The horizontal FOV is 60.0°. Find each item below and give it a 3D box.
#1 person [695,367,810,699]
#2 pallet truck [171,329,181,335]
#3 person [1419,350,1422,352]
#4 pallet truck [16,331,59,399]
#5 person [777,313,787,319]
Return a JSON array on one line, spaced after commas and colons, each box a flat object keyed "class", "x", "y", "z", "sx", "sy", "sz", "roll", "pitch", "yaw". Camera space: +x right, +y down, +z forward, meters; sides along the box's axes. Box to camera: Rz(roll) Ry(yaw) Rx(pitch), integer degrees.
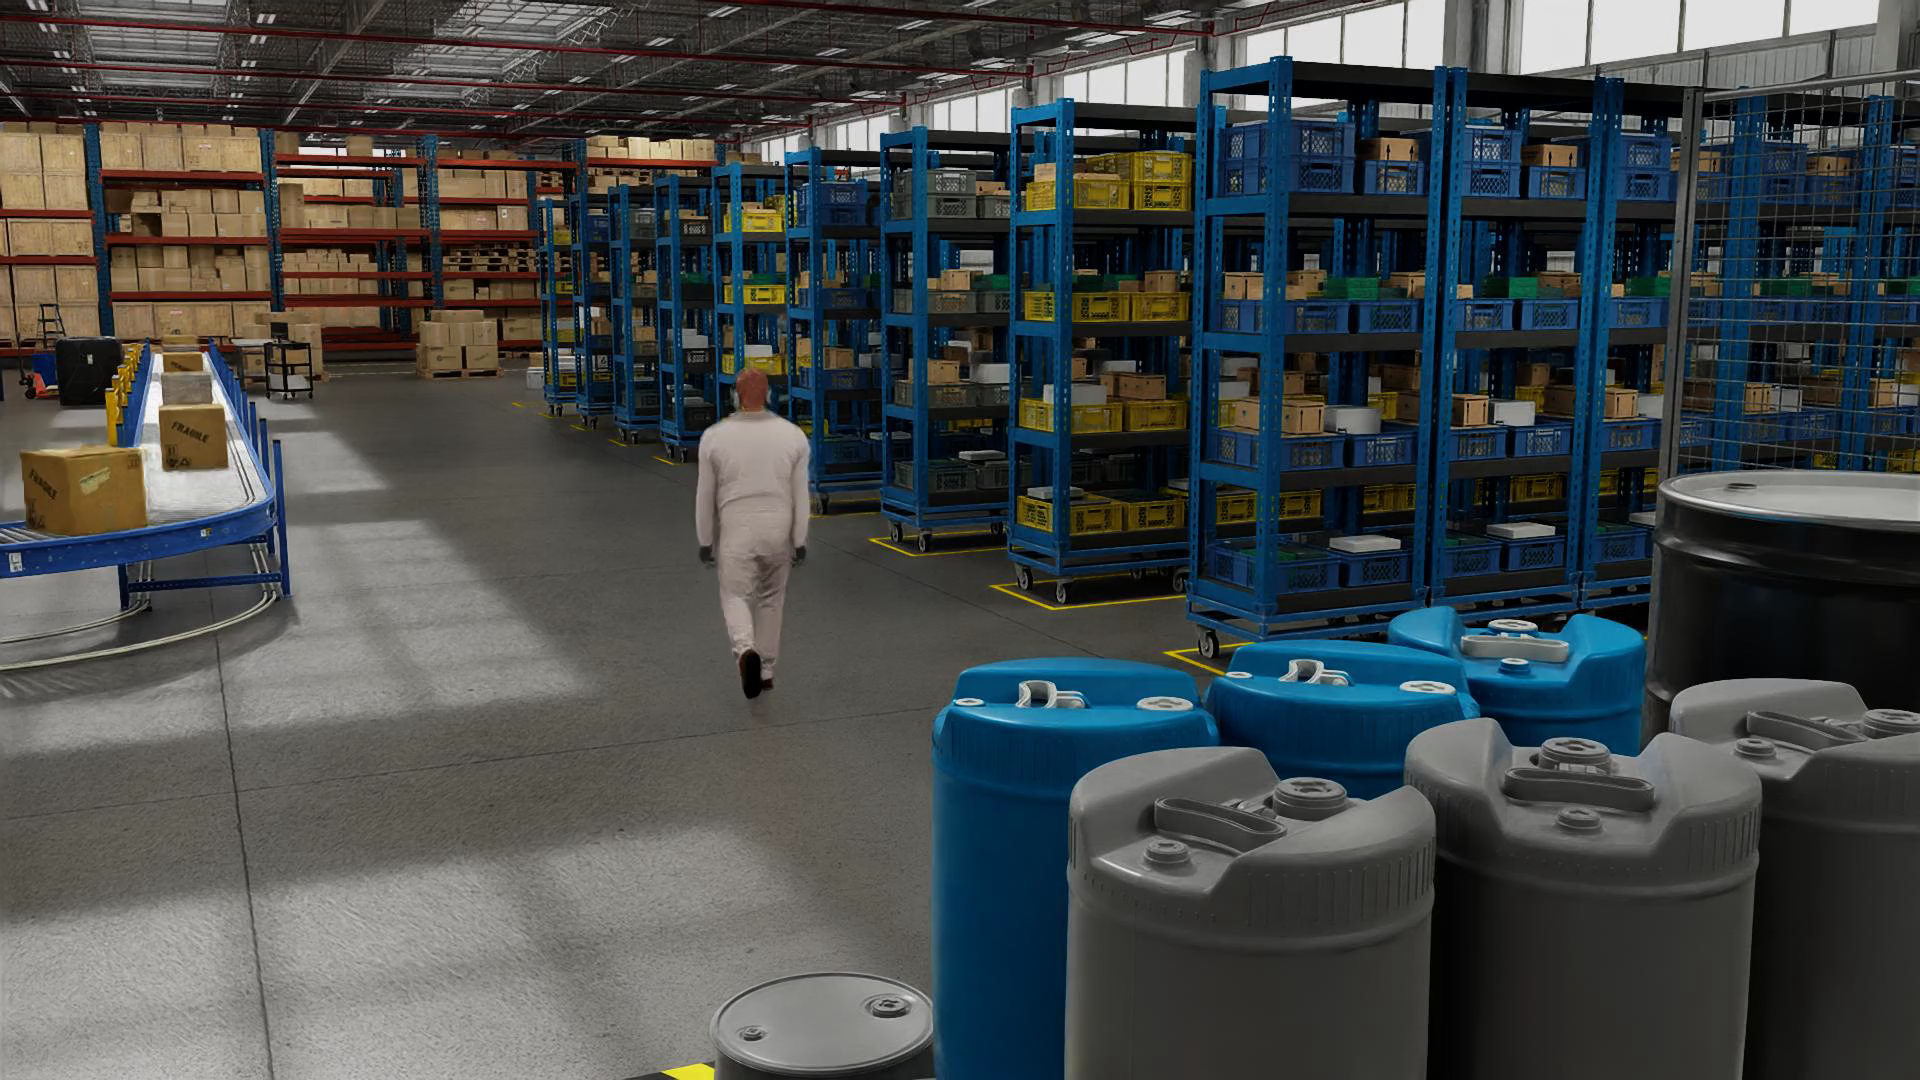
[{"class": "person", "x": -1.157, "y": -0.031, "z": 9.387, "sx": 0.643, "sy": 1.884, "sz": 0.734, "roll": -2, "pitch": 9, "yaw": -14}, {"class": "pallet truck", "x": -17.275, "y": -3.851, "z": 35.096, "sx": 1.601, "sy": 1.201, "sz": 0.680, "roll": 0, "pitch": 9, "yaw": 1}, {"class": "person", "x": 5.433, "y": -1.724, "z": 20.086, "sx": 0.591, "sy": 1.803, "sz": 0.892, "roll": -2, "pitch": 9, "yaw": -13}, {"class": "pallet truck", "x": -17.082, "y": -3.353, "z": 31.781, "sx": 1.630, "sy": 1.274, "sz": 0.653, "roll": -4, "pitch": 10, "yaw": -25}, {"class": "person", "x": -4.722, "y": -5.954, "z": 45.843, "sx": 0.651, "sy": 1.971, "sz": 0.485, "roll": 0, "pitch": 9, "yaw": 1}]
